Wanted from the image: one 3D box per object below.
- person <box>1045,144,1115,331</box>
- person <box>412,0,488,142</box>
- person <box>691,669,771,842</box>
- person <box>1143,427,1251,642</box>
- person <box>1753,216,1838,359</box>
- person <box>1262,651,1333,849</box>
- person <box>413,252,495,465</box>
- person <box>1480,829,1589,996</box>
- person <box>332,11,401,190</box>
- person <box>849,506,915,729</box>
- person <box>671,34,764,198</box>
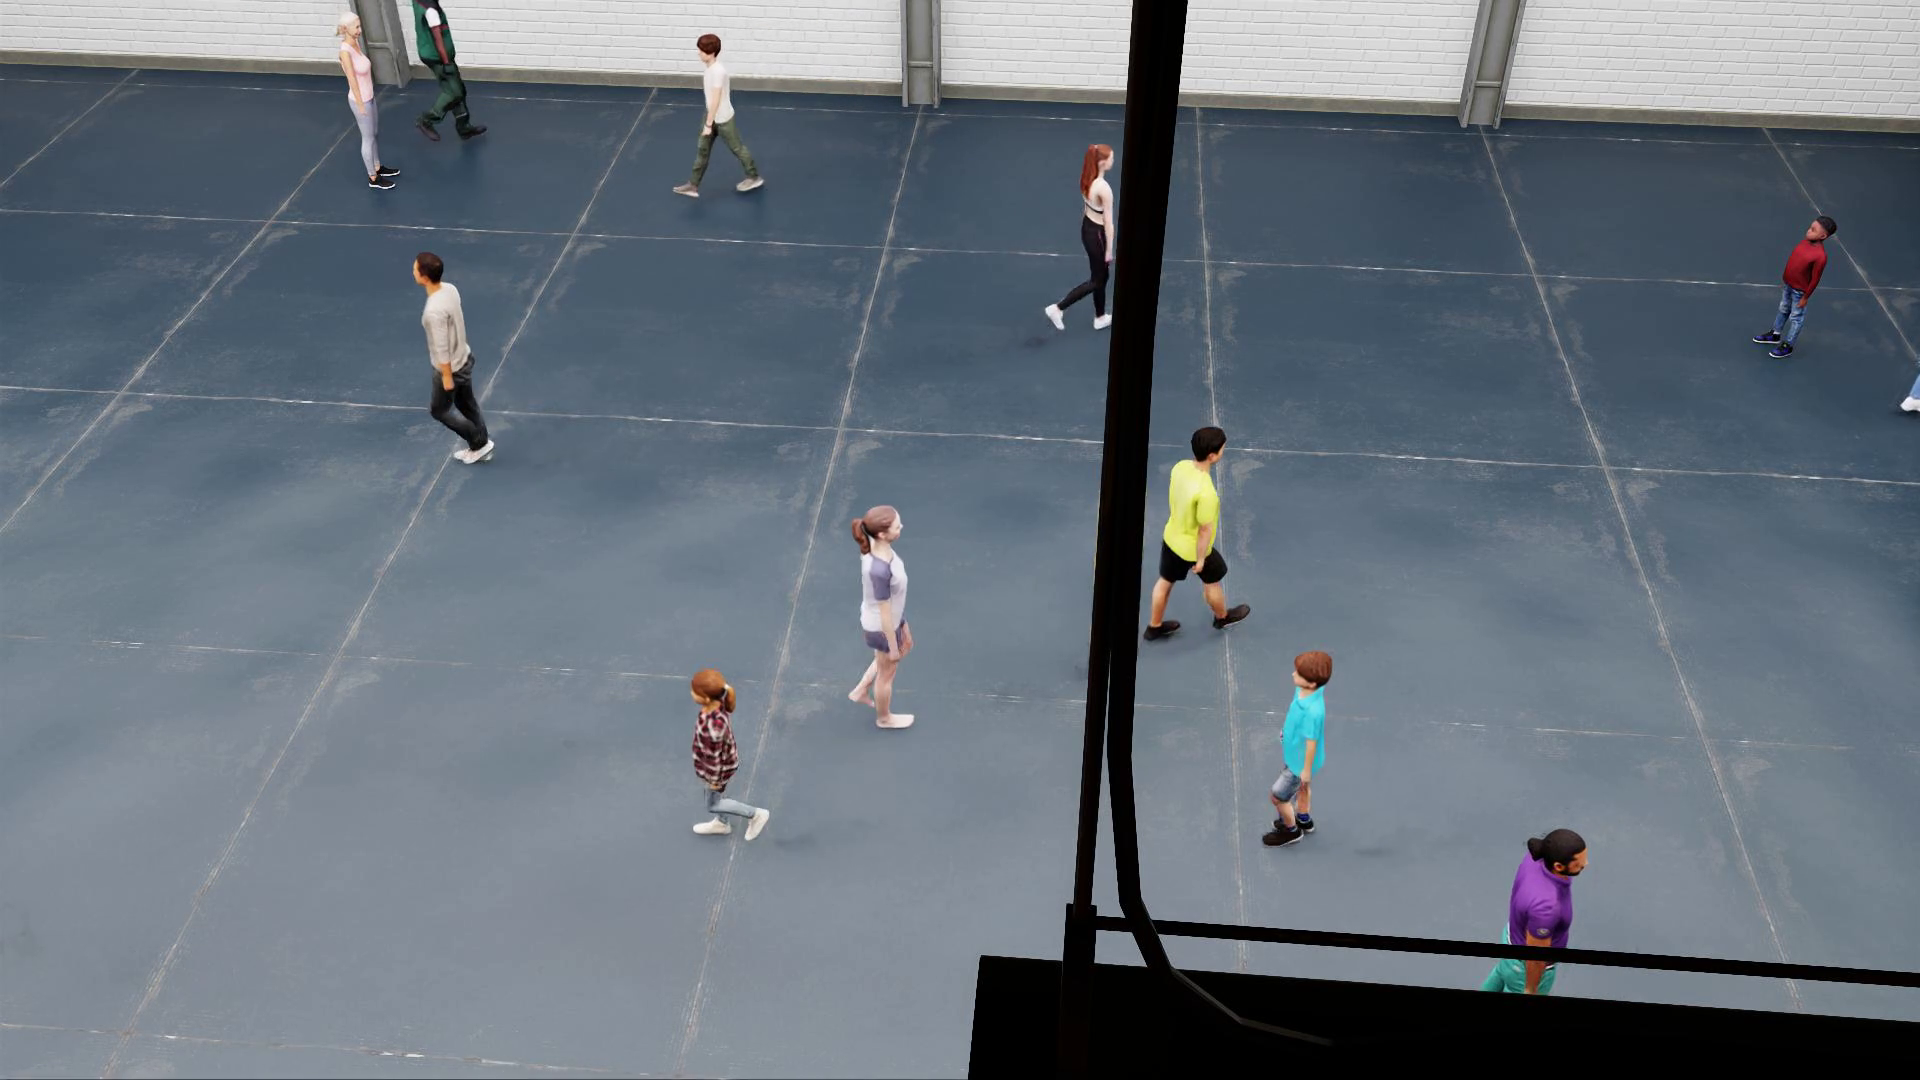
[{"bbox_3d":[1.057,-2.489,13.954,1.073,1.725,0.872,-15,41,-18],"label":"person"},{"bbox_3d":[-5.347,-4.905,16.901,1.115,1.821,1.008,-16,41,-19],"label":"person"},{"bbox_3d":[-1.342,1.267,9.598,0.733,1.291,0.608,-5,39,-6],"label":"person"},{"bbox_3d":[1.430,0.012,10.857,1.067,1.681,0.935,-19,42,-22],"label":"person"},{"bbox_3d":[7.018,-2.136,13.887,0.551,1.256,0.547,-5,39,-7],"label":"person"},{"bbox_3d":[2.038,1.210,9.552,0.532,1.438,0.533,2,39,3],"label":"person"},{"bbox_3d":[-3.710,-1.329,12.438,0.665,1.803,0.705,-1,39,-2],"label":"person"},{"bbox_3d":[2.795,2.046,8.241,0.566,1.767,0.651,7,39,9],"label":"person"},{"bbox_3d":[-5.837,-4.304,16.230,0.567,1.721,0.590,-3,39,-3],"label":"person"},{"bbox_3d":[-0.547,0.498,10.187,0.718,1.758,0.662,-6,39,-7],"label":"person"},{"bbox_3d":[-2.229,-4.052,16.010,1.204,1.601,1.005,-19,43,-23],"label":"person"}]
